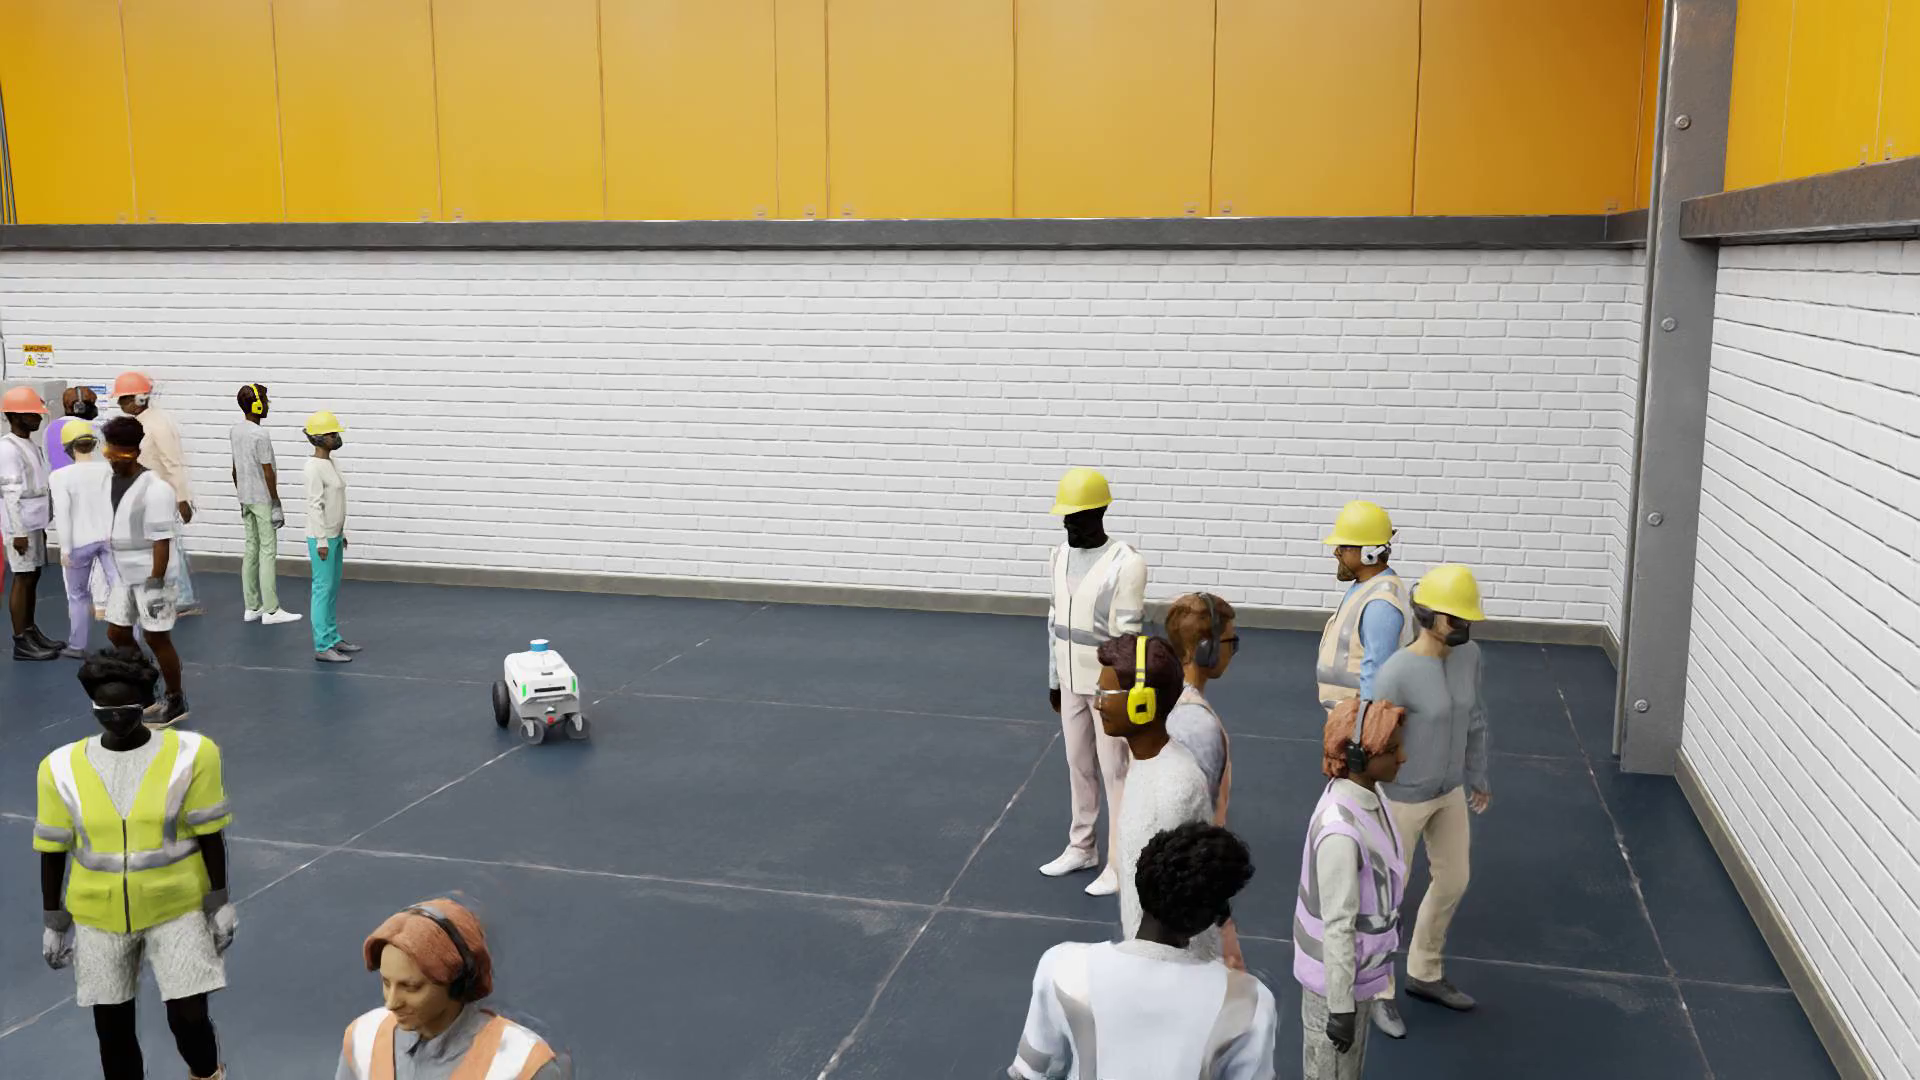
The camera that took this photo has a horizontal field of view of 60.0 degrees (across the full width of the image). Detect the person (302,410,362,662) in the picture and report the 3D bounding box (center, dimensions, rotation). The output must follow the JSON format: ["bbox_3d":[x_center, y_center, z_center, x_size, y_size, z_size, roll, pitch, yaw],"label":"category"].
[{"bbox_3d":[-4.449,-0.029,11.740,0.307,1.772,0.526,-1,10,-6],"label":"person"}]

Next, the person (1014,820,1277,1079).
[{"bbox_3d":[0.392,1.407,3.580,0.561,1.663,0.434,0,10,2],"label":"person"}]

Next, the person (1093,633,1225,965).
[{"bbox_3d":[0.534,1.166,4.468,0.365,1.860,0.514,0,10,0],"label":"person"}]

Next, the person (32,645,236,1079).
[{"bbox_3d":[-2.511,1.142,5.076,0.558,1.685,0.350,-2,10,-12],"label":"person"}]

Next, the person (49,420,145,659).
[{"bbox_3d":[-6.039,0.020,11.651,0.771,1.705,0.540,8,13,40],"label":"person"}]

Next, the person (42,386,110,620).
[{"bbox_3d":[-6.867,-0.287,13.060,0.623,1.841,0.430,4,11,24],"label":"person"}]

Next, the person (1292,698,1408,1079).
[{"bbox_3d":[1.092,1.235,4.702,0.313,1.633,0.518,4,10,20],"label":"person"}]

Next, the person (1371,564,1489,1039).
[{"bbox_3d":[1.729,0.939,6.084,0.608,1.753,0.378,-7,12,-34],"label":"person"}]

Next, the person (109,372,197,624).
[{"bbox_3d":[-6.268,-0.316,12.862,0.699,1.962,0.704,9,13,43],"label":"person"}]

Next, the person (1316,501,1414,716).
[{"bbox_3d":[1.712,0.738,7.068,0.403,1.824,0.593,1,10,9],"label":"person"}]

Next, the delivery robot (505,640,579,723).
[{"bbox_3d":[-2.500,0.839,9.923,0.477,0.478,0.707,-4,10,-22],"label":"delivery robot"}]

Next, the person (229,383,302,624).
[{"bbox_3d":[-5.430,-0.280,12.923,0.513,1.872,0.328,7,12,34],"label":"person"}]

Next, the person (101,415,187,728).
[{"bbox_3d":[-4.876,0.202,9.930,0.661,1.920,0.502,6,11,32],"label":"person"}]

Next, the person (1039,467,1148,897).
[{"bbox_3d":[0.577,0.626,7.450,0.390,1.918,0.580,-8,12,-38],"label":"person"}]

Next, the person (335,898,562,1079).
[{"bbox_3d":[-1.045,1.486,3.346,0.529,1.585,0.895,5,11,25],"label":"person"}]

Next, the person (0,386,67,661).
[{"bbox_3d":[-6.578,-0.119,11.773,0.377,1.936,0.549,-3,10,-15],"label":"person"}]

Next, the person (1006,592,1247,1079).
[{"bbox_3d":[0.609,1.056,5.279,0.886,1.814,0.522,-3,10,-16],"label":"person"}]
